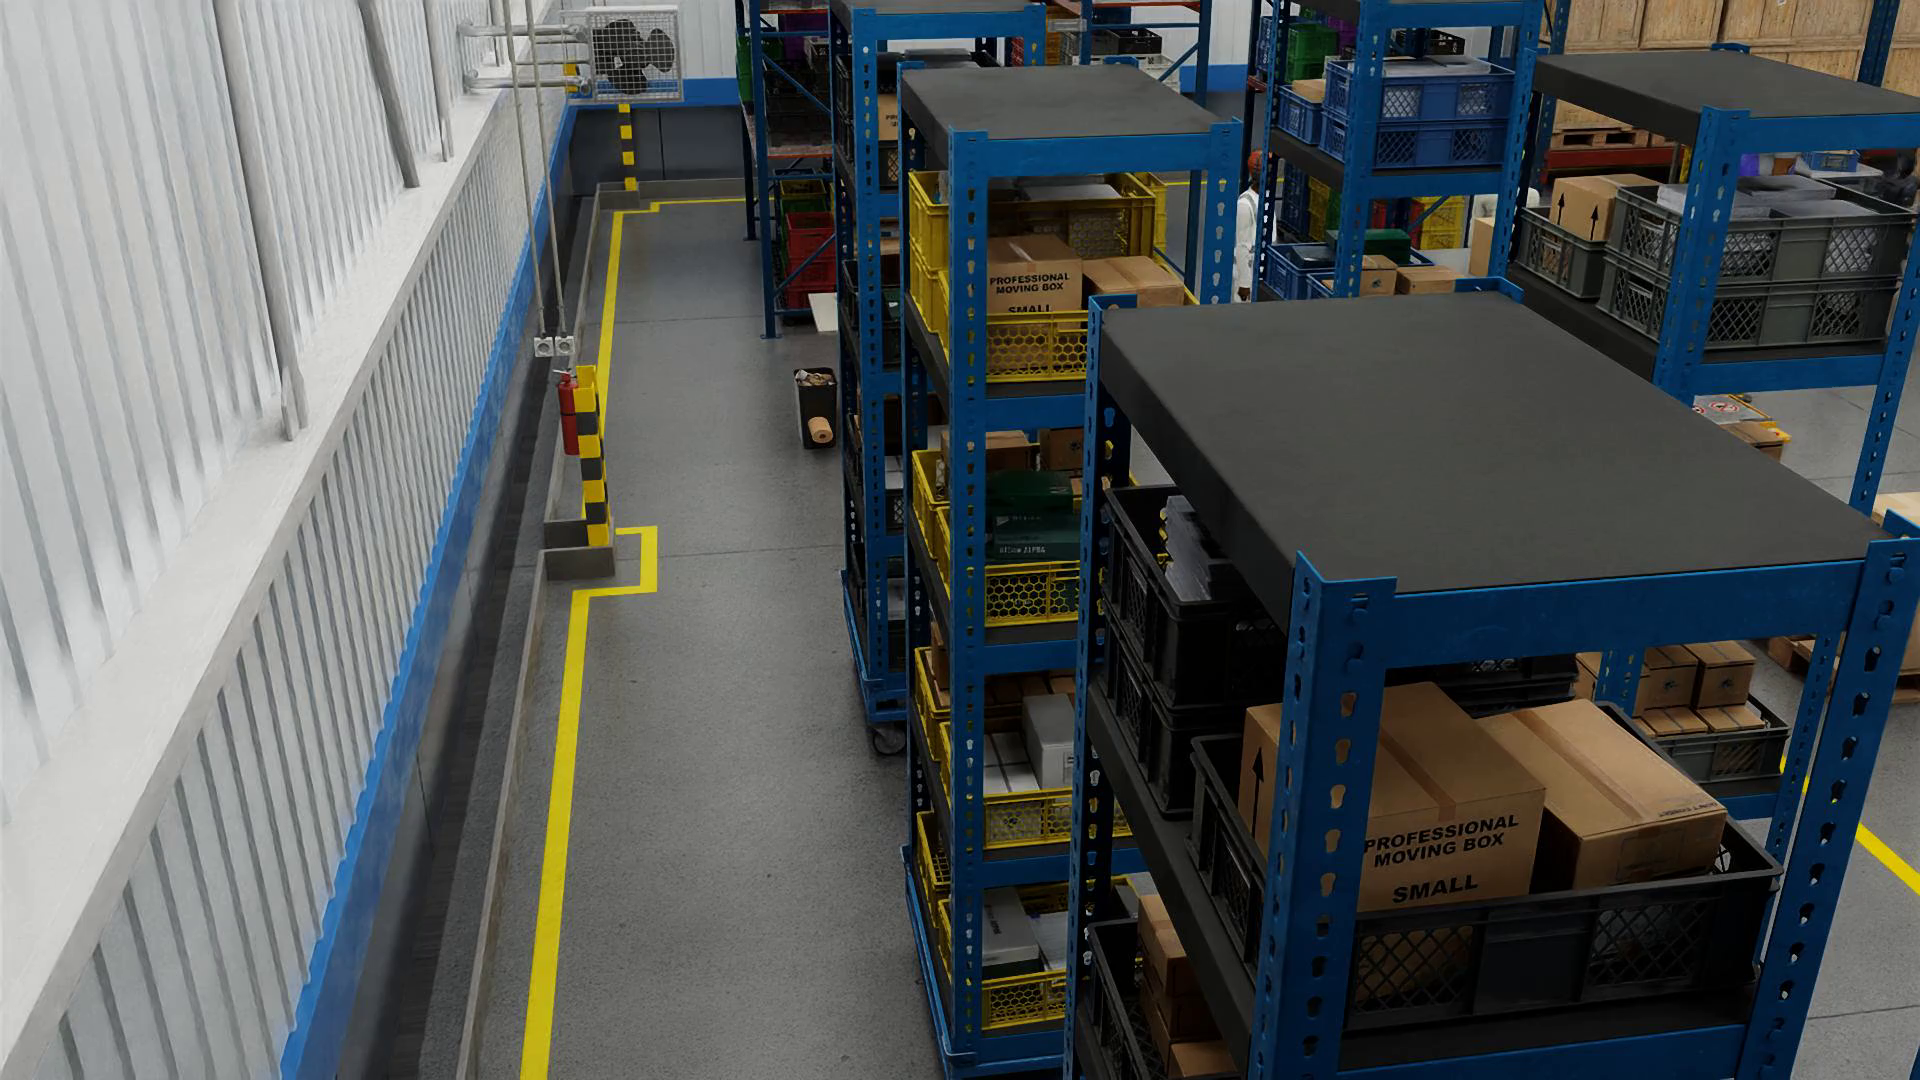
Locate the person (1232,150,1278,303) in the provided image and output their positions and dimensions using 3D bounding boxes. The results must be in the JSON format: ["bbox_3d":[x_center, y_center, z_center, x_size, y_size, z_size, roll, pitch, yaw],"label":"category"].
[{"bbox_3d":[2.264,-2.049,12.821,0.355,1.882,0.574,12,27,24],"label":"person"}]

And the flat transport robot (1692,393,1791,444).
[{"bbox_3d":[5.224,-0.859,12.132,1.431,0.197,0.652,-4,25,-8],"label":"flat transport robot"}]

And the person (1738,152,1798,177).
[{"bbox_3d":[7.291,-3.228,15.198,0.537,2.000,0.673,6,25,12],"label":"person"}]

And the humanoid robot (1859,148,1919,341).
[{"bbox_3d":[7.895,-2.509,14.129,0.559,1.628,0.759,-5,25,-10],"label":"humanoid robot"}]

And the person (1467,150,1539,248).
[{"bbox_3d":[4.429,-2.373,13.675,0.516,1.756,0.337,6,25,12],"label":"person"}]
